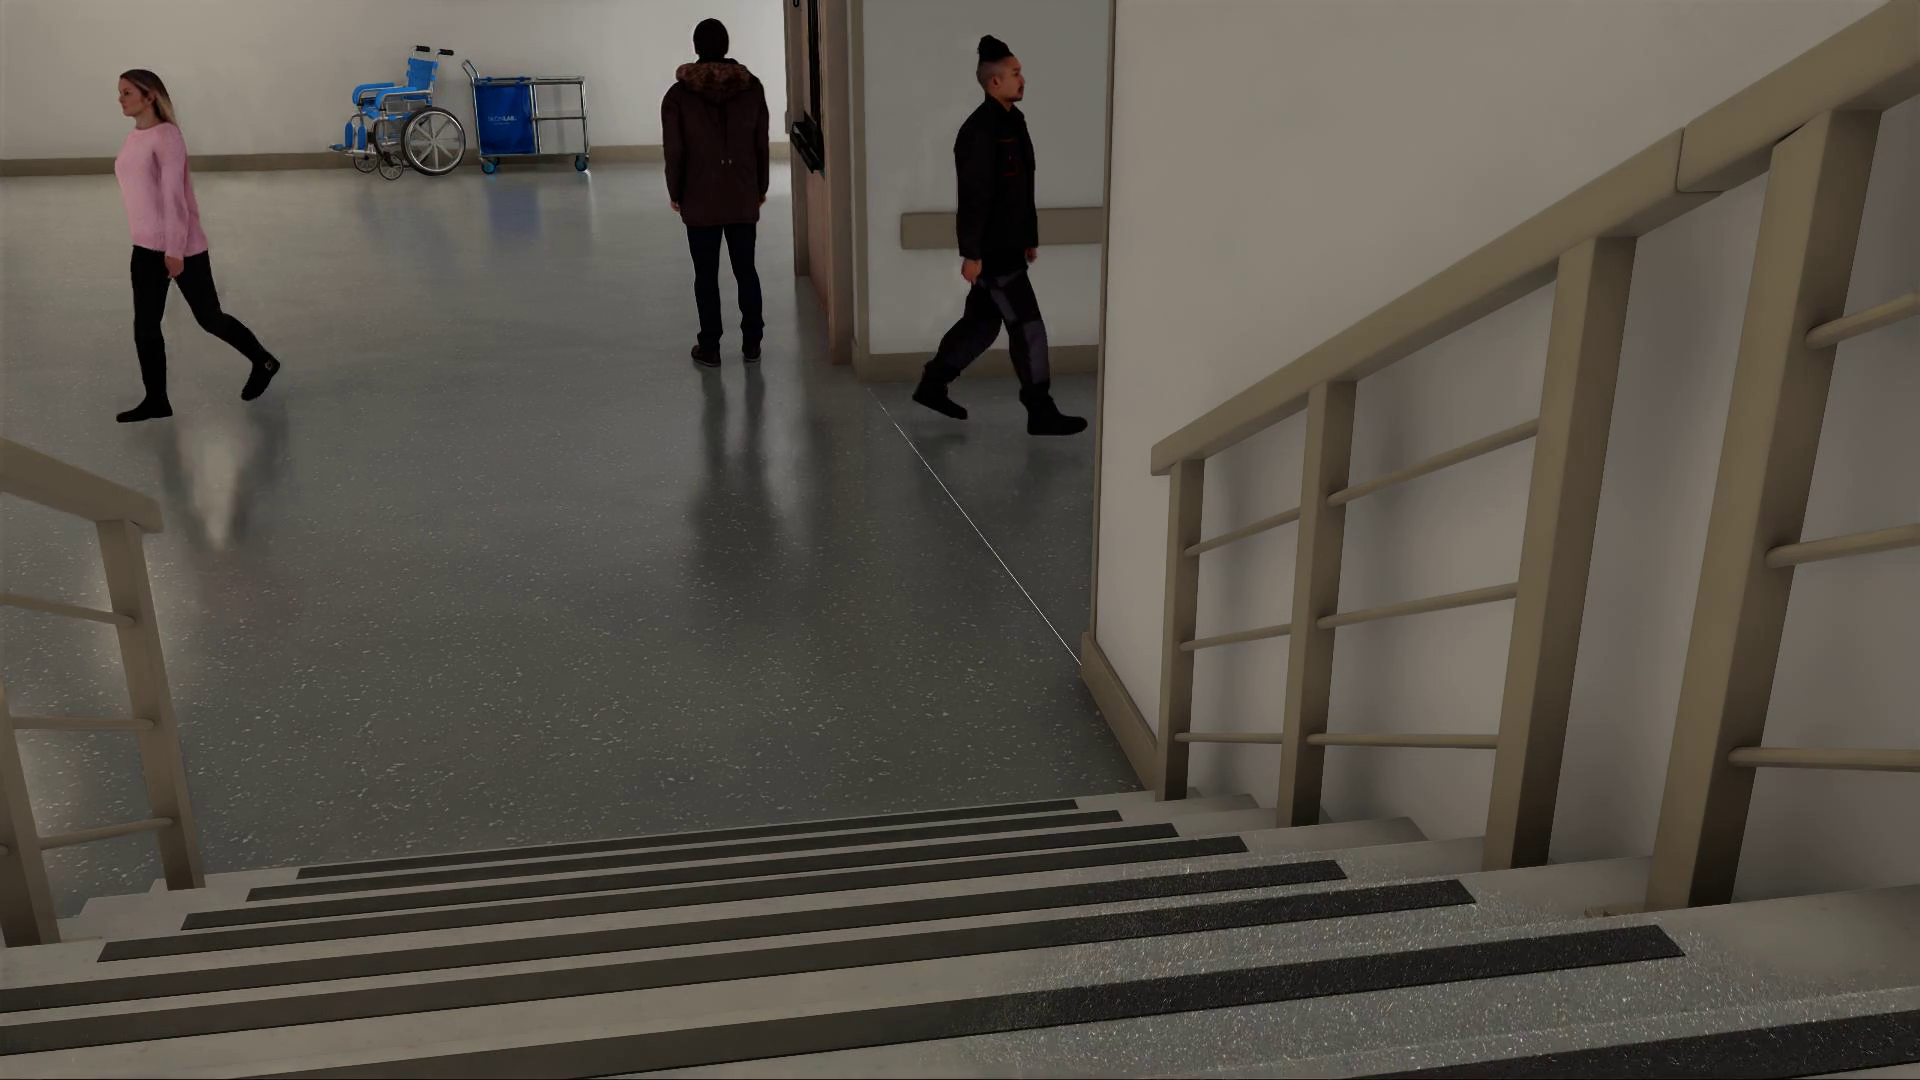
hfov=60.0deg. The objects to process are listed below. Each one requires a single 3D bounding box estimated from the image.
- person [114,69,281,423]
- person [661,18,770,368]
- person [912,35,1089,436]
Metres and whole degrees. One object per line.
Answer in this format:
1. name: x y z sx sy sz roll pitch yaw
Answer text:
1. person: -3.763 -1.423 8.128 1.039 1.655 1.125 12 24 29
2. person: -1.307 -1.881 9.065 0.817 1.848 0.764 -9 22 -21
3. person: 0.095 -1.389 7.799 1.128 1.825 1.211 5 21 14
